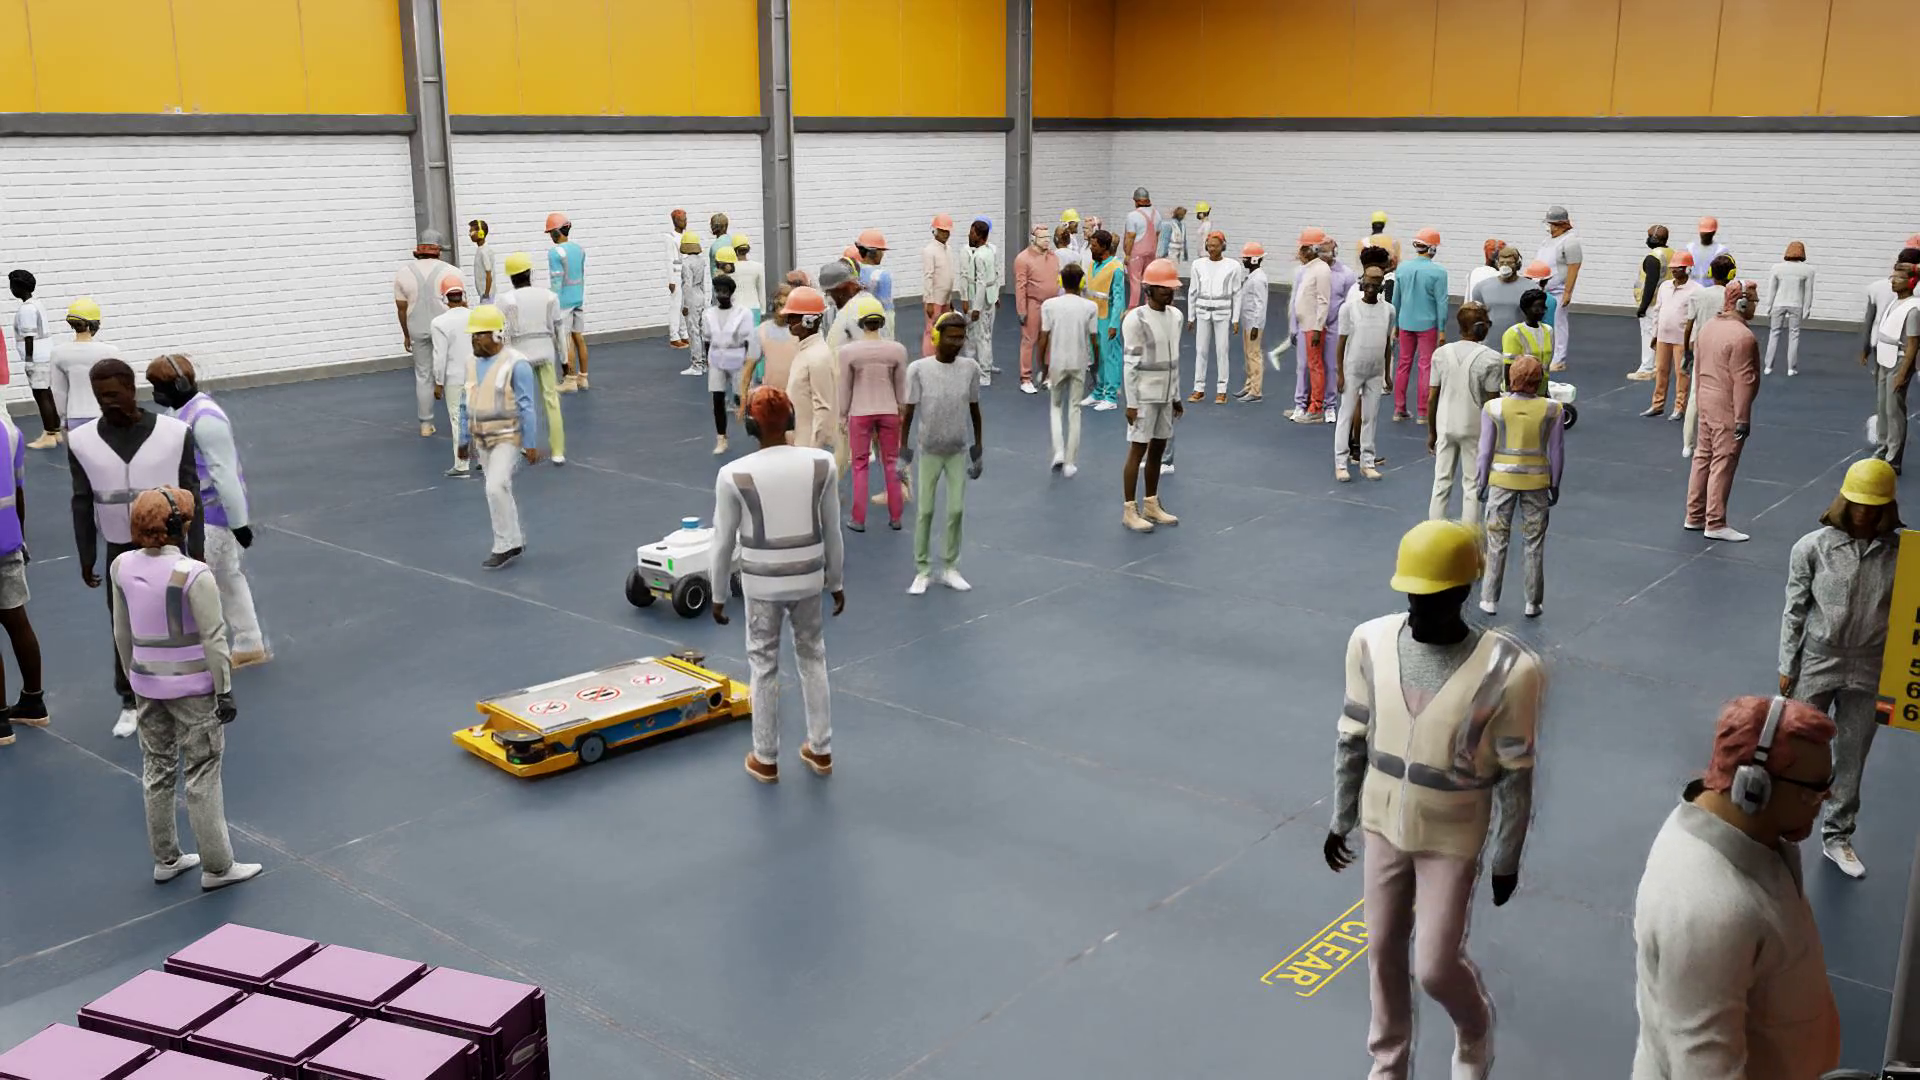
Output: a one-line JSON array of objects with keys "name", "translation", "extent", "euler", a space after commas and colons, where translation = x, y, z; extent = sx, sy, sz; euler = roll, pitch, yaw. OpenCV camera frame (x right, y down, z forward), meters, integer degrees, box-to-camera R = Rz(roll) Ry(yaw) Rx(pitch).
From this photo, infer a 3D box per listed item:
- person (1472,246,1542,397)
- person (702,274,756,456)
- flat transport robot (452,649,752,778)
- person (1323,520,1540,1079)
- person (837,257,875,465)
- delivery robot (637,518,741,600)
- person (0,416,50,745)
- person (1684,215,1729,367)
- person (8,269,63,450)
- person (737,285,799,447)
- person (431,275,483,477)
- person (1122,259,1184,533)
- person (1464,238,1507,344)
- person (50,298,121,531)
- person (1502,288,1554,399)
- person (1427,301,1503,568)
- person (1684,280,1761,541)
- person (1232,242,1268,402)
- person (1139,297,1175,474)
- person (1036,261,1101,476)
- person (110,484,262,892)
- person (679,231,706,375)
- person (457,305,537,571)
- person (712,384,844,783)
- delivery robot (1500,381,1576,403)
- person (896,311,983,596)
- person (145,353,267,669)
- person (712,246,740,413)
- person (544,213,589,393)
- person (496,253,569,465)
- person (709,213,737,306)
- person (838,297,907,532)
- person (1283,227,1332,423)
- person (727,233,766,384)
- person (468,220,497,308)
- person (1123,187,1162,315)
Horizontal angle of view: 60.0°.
[{"name": "person", "translation": [4.962, -1.714, 15.228], "extent": [0.638, 1.938, 0.356], "euler": [6, 15, 22]}, {"name": "person", "translation": [-2.130, -1.648, 15.485], "extent": [0.540, 1.678, 0.568], "euler": [4, 15, 15]}, {"name": "flat transport robot", "translation": [-1.752, 0.845, 8.385], "extent": [1.431, 0.197, 0.652], "euler": [-13, 19, -43]}, {"name": "person", "translation": [1.415, 0.857, 5.023], "extent": [0.598, 1.912, 0.480], "euler": [13, 19, 42]}, {"name": "person", "translation": [-0.962, -1.616, 15.014], "extent": [0.347, 1.855, 0.531], "euler": [-11, 18, -37]}, {"name": "delivery robot", "translation": [-1.709, 0.100, 10.595], "extent": [0.477, 0.478, 0.707], "euler": [10, 17, 34]}, {"name": "person", "translation": [-4.831, 0.037, 8.177], "extent": [0.361, 1.964, 0.618], "euler": [2, 14, 9]}, {"name": "person", "translation": [9.302, -3.107, 20.858], "extent": [0.567, 1.907, 0.519], "euler": [9, 17, 31]}, {"name": "person", "translation": [-8.729, -1.709, 15.721], "extent": [0.319, 1.687, 0.539], "euler": [-5, 15, -18]}, {"name": "person", "translation": [-1.416, -1.097, 13.037], "extent": [0.627, 1.797, 0.789], "euler": [2, 14, 9]}, {"name": "person", "translation": [-4.336, -1.420, 14.443], "extent": [0.339, 1.745, 0.561], "euler": [11, 18, 38]}, {"name": "person", "translation": [1.478, -1.085, 12.507], "extent": [0.610, 2.043, 0.397], "euler": [-13, 19, -42]}, {"name": "person", "translation": [5.356, -2.116, 16.944], "extent": [0.337, 1.883, 0.583], "euler": [-5, 15, -19]}, {"name": "person", "translation": [-6.420, -0.907, 12.358], "extent": [0.533, 1.767, 0.324], "euler": [-1, 14, -2]}, {"name": "person", "translation": [4.709, -1.239, 13.821], "extent": [0.541, 1.696, 0.315], "euler": [-8, 16, -29]}, {"name": "person", "translation": [3.459, -0.713, 11.422], "extent": [0.514, 1.841, 0.327], "euler": [11, 18, 37]}, {"name": "person", "translation": [5.662, -0.955, 12.264], "extent": [0.407, 1.906, 0.655], "euler": [-1, 14, -3]}, {"name": "person", "translation": [3.209, -2.407, 18.371], "extent": [0.332, 1.749, 0.573], "euler": [0, 14, 0]}, {"name": "person", "translation": [1.739, -1.392, 14.557], "extent": [0.270, 1.634, 0.507], "euler": [-3, 14, -10]}, {"name": "person", "translation": [0.956, -1.495, 14.515], "extent": [0.567, 1.852, 0.512], "euler": [1, 14, 6]}, {"name": "person", "translation": [-3.105, 0.595, 6.613], "extent": [0.522, 1.638, 0.310], "euler": [5, 15, 20]}, {"name": "person", "translation": [-3.281, -2.900, 20.363], "extent": [0.299, 1.743, 0.493], "euler": [4, 15, 15]}, {"name": "person", "translation": [-3.246, -0.690, 11.388], "extent": [0.612, 1.810, 0.618], "euler": [9, 17, 32]}, {"name": "person", "translation": [-0.836, 0.212, 7.664], "extent": [0.608, 1.877, 0.404], "euler": [-6, 15, -21]}, {"name": "delivery robot", "translation": [5.851, -1.473, 16.883], "extent": [0.707, 0.478, 0.477], "euler": [2, 14, 8]}, {"name": "person", "translation": [-0.127, -0.556, 10.786], "extent": [0.569, 1.853, 0.332], "euler": [-3, 14, -13]}, {"name": "person", "translation": [-4.238, -0.115, 9.126], "extent": [0.734, 1.810, 0.640], "euler": [-9, 17, -33]}, {"name": "person", "translation": [-2.489, -2.232, 17.673], "extent": [0.344, 1.758, 0.532], "euler": [-2, 14, -7]}, {"name": "person", "translation": [-4.504, -2.697, 18.963], "extent": [0.393, 2.036, 0.605], "euler": [5, 15, 20]}, {"name": "person", "translation": [-3.869, -1.644, 15.056], "extent": [0.670, 1.875, 0.927], "euler": [-8, 16, -30]}, {"name": "person", "translation": [-2.965, -3.109, 20.804], "extent": [0.369, 1.939, 0.631], "euler": [2, 14, 9]}, {"name": "person", "translation": [-0.657, -0.938, 12.505], "extent": [0.522, 1.758, 0.350], "euler": [-4, 14, -14]}, {"name": "person", "translation": [3.597, -2.201, 17.072], "extent": [0.381, 1.989, 0.620], "euler": [-1, 14, -6]}, {"name": "person", "translation": [-2.539, -2.708, 19.555], "extent": [0.533, 1.766, 0.325], "euler": [-7, 16, -25]}, {"name": "person", "translation": [-5.895, -3.019, 20.592], "extent": [0.323, 1.868, 0.528], "euler": [-5, 15, -19]}, {"name": "person", "translation": [2.856, -4.619, 26.632], "extent": [0.683, 2.000, 0.538], "euler": [-11, 18, -37]}]
